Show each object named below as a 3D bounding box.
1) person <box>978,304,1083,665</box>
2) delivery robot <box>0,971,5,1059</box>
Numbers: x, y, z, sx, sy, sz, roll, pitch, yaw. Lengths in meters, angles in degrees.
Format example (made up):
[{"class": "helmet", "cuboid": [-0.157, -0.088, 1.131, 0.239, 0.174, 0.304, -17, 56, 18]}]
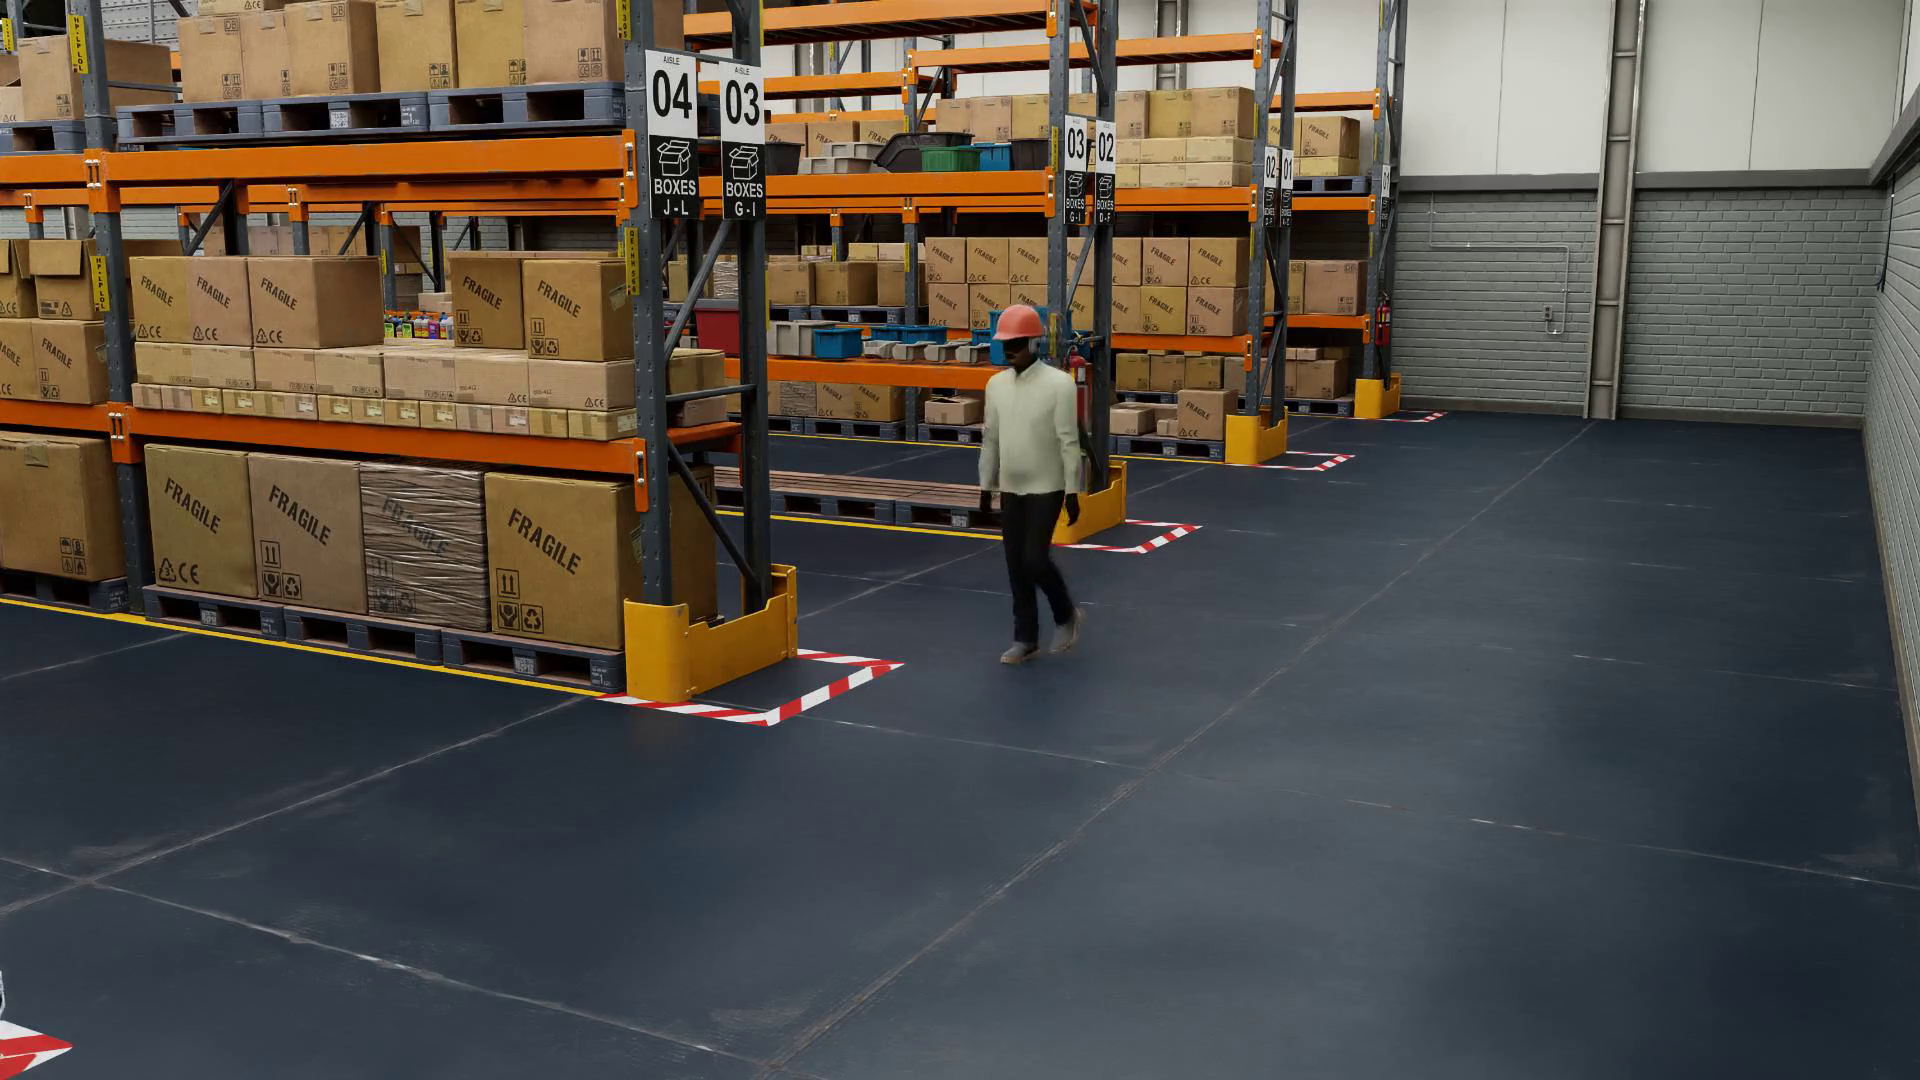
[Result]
[{"class": "person", "cuboid": [0.370, -0.292, 9.092, 0.652, 1.979, 0.462, 9, 14, 41]}, {"class": "delivery robot", "cuboid": [-2.822, 1.275, 4.192, 0.707, 0.478, 0.477, -4, 11, -20]}]
